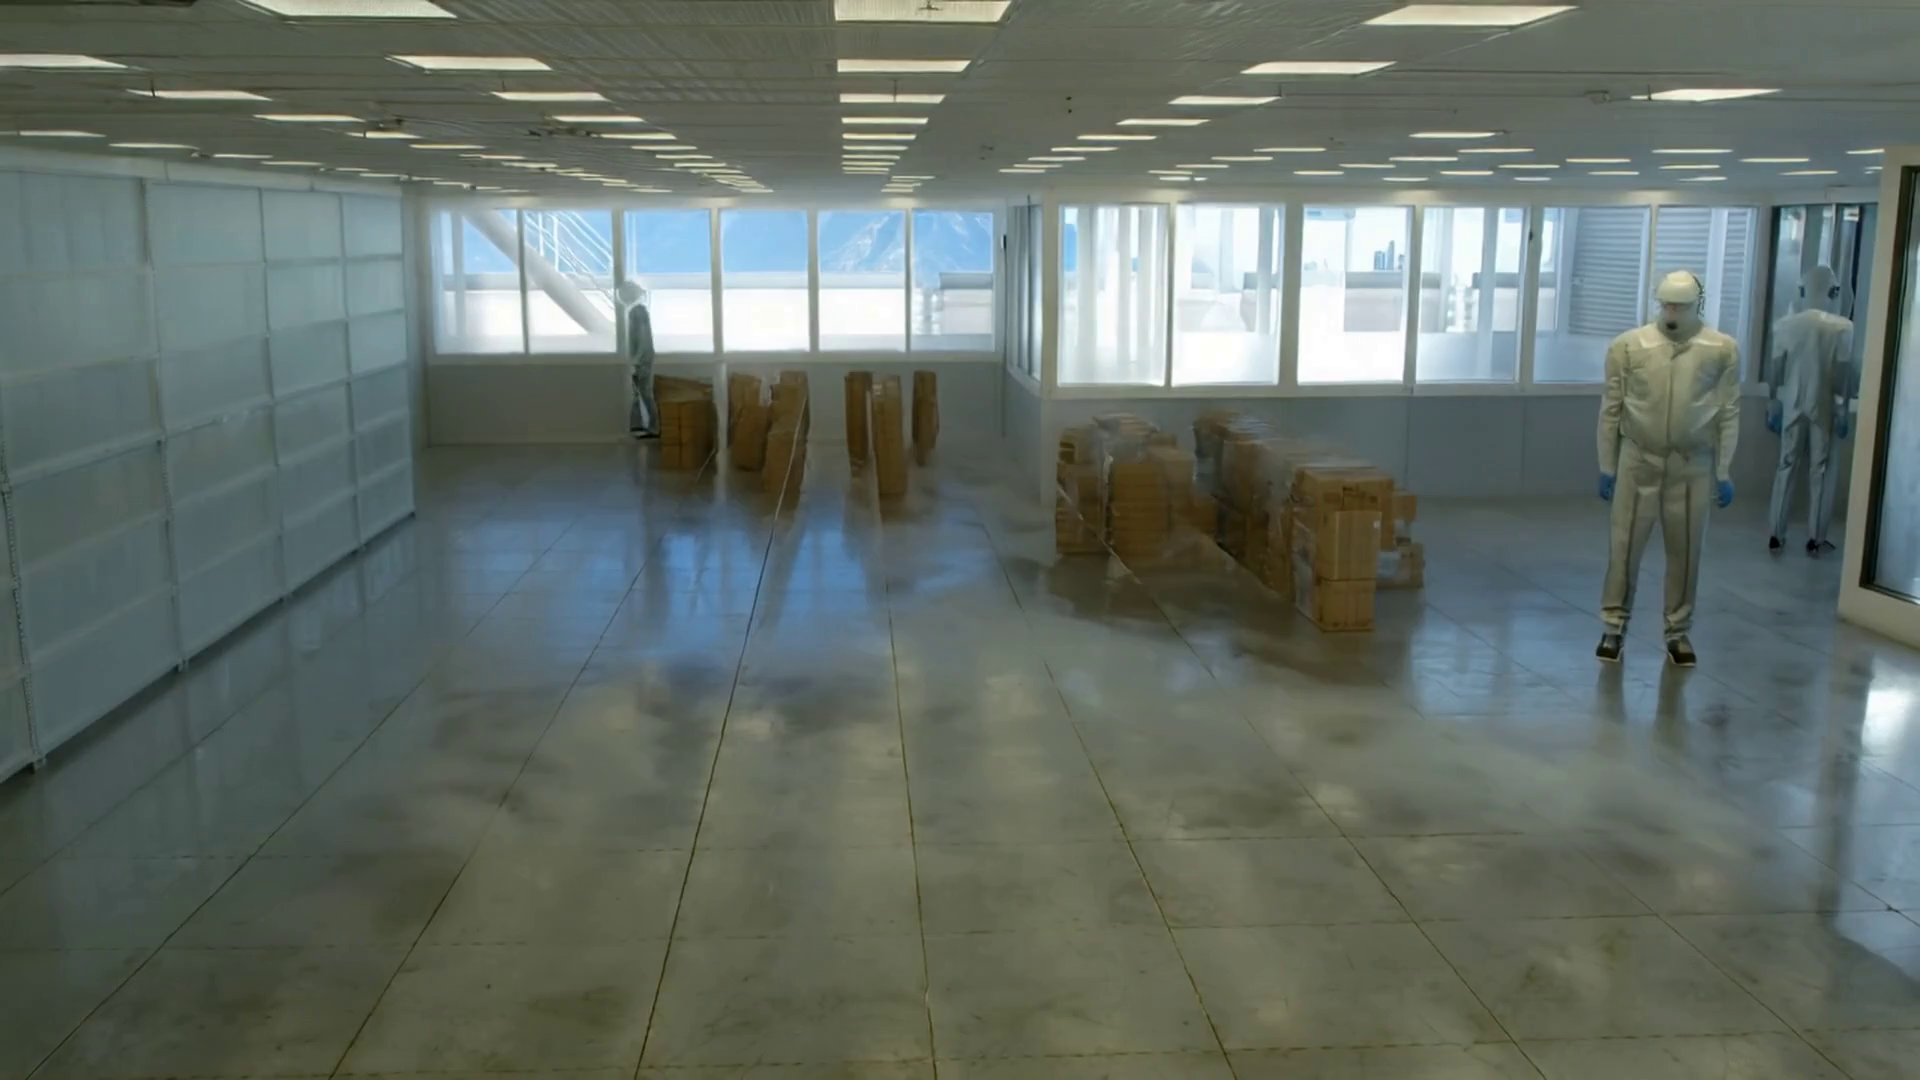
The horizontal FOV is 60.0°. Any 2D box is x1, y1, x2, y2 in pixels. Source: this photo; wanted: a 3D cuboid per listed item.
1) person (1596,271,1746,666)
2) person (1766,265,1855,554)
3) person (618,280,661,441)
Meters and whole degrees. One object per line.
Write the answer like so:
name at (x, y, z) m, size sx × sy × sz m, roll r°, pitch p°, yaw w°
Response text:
person at (3.411, -0.338, 8.030) m, size 0.643 × 1.902 × 0.400 m, roll 3°, pitch 11°, yaw 18°
person at (5.525, -0.838, 10.816) m, size 0.513 × 1.872 × 0.328 m, roll 9°, pitch 14°, yaw 39°
person at (-3.212, -1.818, 16.813) m, size 0.403 × 1.608 × 0.632 m, roll 0°, pitch 11°, yaw 2°
